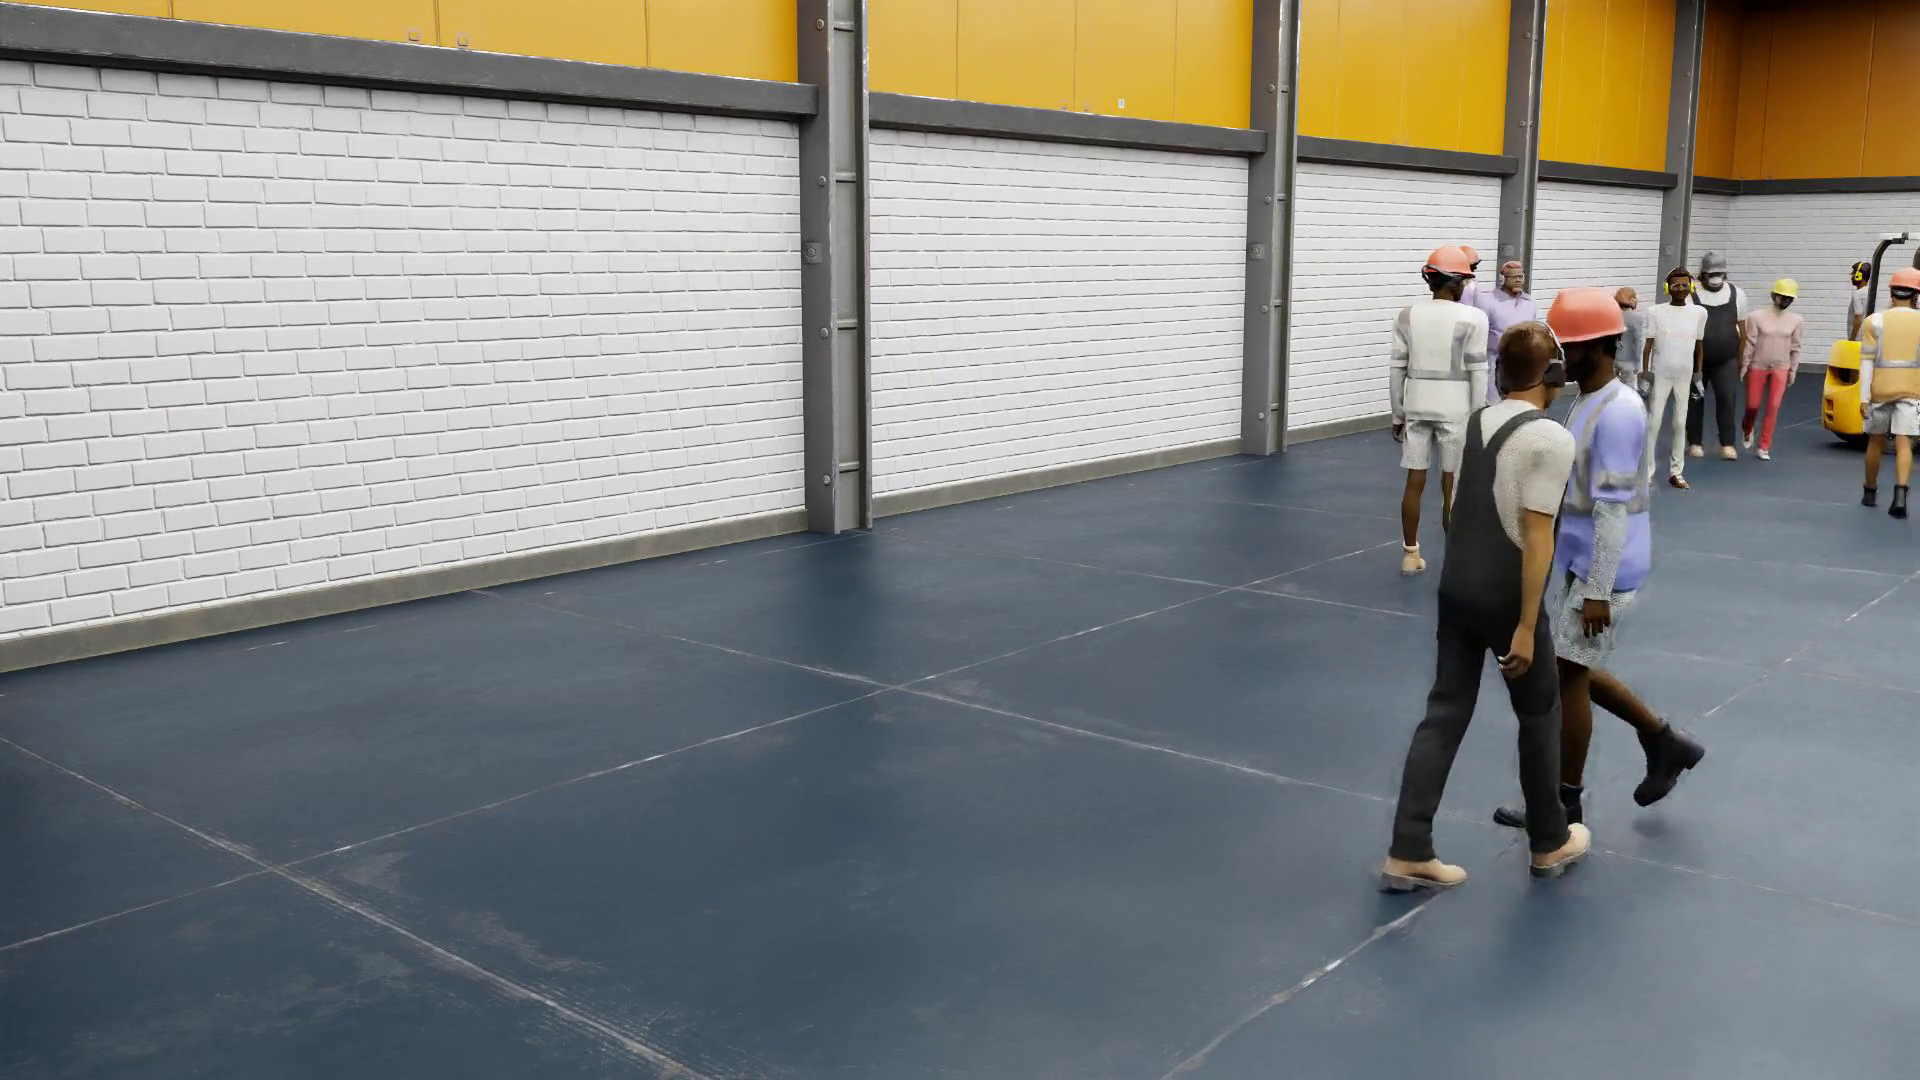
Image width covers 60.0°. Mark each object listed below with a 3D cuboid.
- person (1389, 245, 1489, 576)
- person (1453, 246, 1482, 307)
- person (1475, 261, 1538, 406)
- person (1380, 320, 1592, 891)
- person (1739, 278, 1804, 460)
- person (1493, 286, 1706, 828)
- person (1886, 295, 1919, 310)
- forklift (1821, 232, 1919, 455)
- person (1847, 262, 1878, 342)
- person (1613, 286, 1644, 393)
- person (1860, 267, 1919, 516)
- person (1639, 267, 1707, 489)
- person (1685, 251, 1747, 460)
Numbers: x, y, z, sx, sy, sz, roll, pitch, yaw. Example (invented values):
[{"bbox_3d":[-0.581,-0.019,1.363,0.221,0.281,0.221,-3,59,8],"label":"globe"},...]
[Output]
[{"bbox_3d":[2.943,-0.777,10.230,0.609,2.040,0.394,8,13,37],"label":"person"},{"bbox_3d":[5.335,-2.090,17.698,0.370,2.044,0.608,4,11,22],"label":"person"},{"bbox_3d":[5.041,-1.605,15.327,0.652,1.906,0.403,-3,10,-15],"label":"person"},{"bbox_3d":[1.722,0.216,5.256,0.906,1.791,0.537,-5,11,-27],"label":"person"},{"bbox_3d":[7.811,-1.657,16.070,0.550,1.741,0.546,2,10,14],"label":"person"},{"bbox_3d":[2.254,0.086,5.736,0.636,1.908,0.567,1,10,8],"label":"person"},{"bbox_3d":[10.113,-2.028,18.018,0.661,1.800,0.627,-1,10,-6],"label":"person"},{"bbox_3d":[9.955,-1.972,16.595,2.313,2.155,1.214,1,10,8],"label":"forklift"},{"bbox_3d":[10.417,-2.285,19.302,0.518,1.870,0.323,-8,13,-39],"label":"person"},{"bbox_3d":[7.094,-1.918,17.932,0.457,1.622,0.504,-8,13,-40],"label":"person"},{"bbox_3d":[7.172,-1.132,12.734,0.549,1.900,0.903,5,11,26],"label":"person"},{"bbox_3d":[6.015,-1.360,14.035,0.520,1.871,0.326,1,10,8],"label":"person"},{"bbox_3d":[7.186,-1.781,15.942,0.702,2.000,0.856,2,10,14],"label":"person"}]
